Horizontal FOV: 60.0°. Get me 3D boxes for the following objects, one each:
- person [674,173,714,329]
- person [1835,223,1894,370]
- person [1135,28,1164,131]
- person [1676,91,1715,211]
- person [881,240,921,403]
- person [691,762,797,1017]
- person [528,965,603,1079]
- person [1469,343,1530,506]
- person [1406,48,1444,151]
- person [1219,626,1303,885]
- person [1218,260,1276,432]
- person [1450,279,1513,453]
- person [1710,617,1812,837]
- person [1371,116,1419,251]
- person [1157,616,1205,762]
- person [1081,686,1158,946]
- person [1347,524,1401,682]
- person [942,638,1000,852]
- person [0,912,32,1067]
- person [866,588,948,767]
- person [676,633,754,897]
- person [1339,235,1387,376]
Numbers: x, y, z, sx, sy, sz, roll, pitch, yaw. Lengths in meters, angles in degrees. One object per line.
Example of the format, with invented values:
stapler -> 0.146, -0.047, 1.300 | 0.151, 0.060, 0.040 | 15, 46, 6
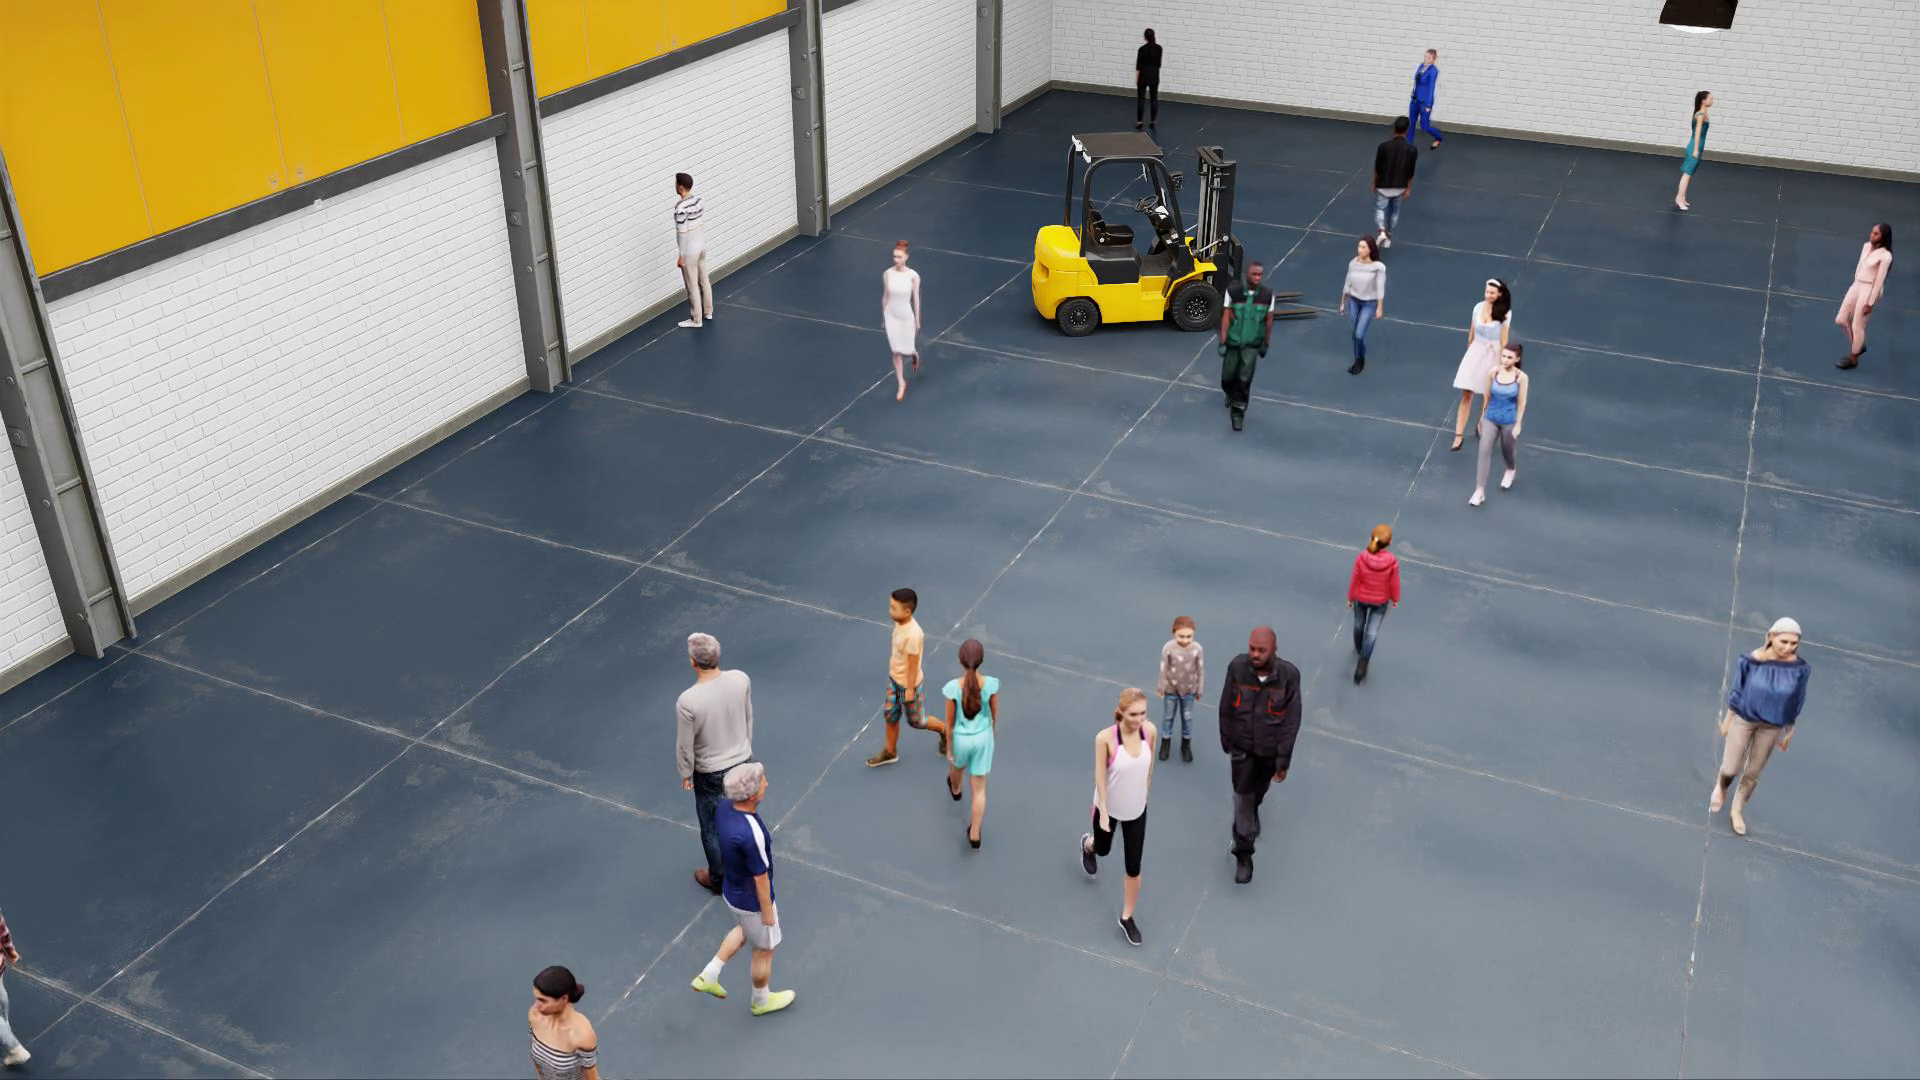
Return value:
person -> -3.192, -3.468, 19.843 | 0.741, 1.861, 0.508 | 11, 30, 19
person -> 10.227, -2.729, 18.649 | 0.827, 1.707, 0.749 | -3, 29, -6
person -> 3.168, -7.709, 27.830 | 0.684, 1.657, 0.723 | -7, 29, -12
person -> 10.602, -5.629, 23.987 | 0.619, 1.686, 0.424 | 14, 32, 24
person -> -0.605, -2.371, 17.918 | 0.624, 1.779, 0.832 | 9, 30, 15
person -> -1.304, 2.079, 9.708 | 0.972, 1.828, 0.881 | -15, 32, -25
person -> -1.876, 2.802, 8.409 | 0.646, 1.803, 0.971 | 16, 32, 26
person -> 5.204, -1.140, 15.869 | 0.738, 1.579, 1.095 | 20, 34, 32
person -> 7.408, -6.940, 26.394 | 1.058, 1.682, 1.004 | -6, 29, -10
person -> 2.020, 1.303, 11.178 | 0.919, 1.782, 1.278 | 5, 29, 9
person -> 2.940, -2.061, 17.307 | 0.888, 1.819, 1.037 | 3, 29, 5
person -> 5.360, -1.787, 16.867 | 0.762, 1.759, 1.218 | 18, 34, 30
person -> 5.449, 1.229, 11.416 | 0.678, 1.685, 0.705 | 7, 29, 12
person -> 5.768, -4.729, 22.222 | 0.856, 1.797, 1.020 | 4, 29, 7
person -> 1.617, 1.067, 12.225 | 0.535, 1.194, 0.550 | 2, 29, 5
person -> 0.967, 1.650, 10.568 | 1.032, 1.759, 1.143 | -7, 29, -13
person -> 3.235, 0.517, 13.133 | 0.564, 1.291, 0.839 | 11, 30, 19
person -> 0.094, 1.407, 11.265 | 0.867, 1.517, 1.071 | -2, 29, -4
person -> -5.600, 2.468, 9.556 | 0.646, 1.292, 0.788 | 16, 32, 26
person -> -0.325, 1.004, 12.082 | 0.993, 1.443, 0.874 | -14, 32, -24
person -> -1.543, 1.449, 10.782 | 0.739, 1.905, 0.873 | -21, 35, -33
person -> 4.541, -2.629, 18.561 | 0.714, 1.616, 0.719 | -24, 37, -37
